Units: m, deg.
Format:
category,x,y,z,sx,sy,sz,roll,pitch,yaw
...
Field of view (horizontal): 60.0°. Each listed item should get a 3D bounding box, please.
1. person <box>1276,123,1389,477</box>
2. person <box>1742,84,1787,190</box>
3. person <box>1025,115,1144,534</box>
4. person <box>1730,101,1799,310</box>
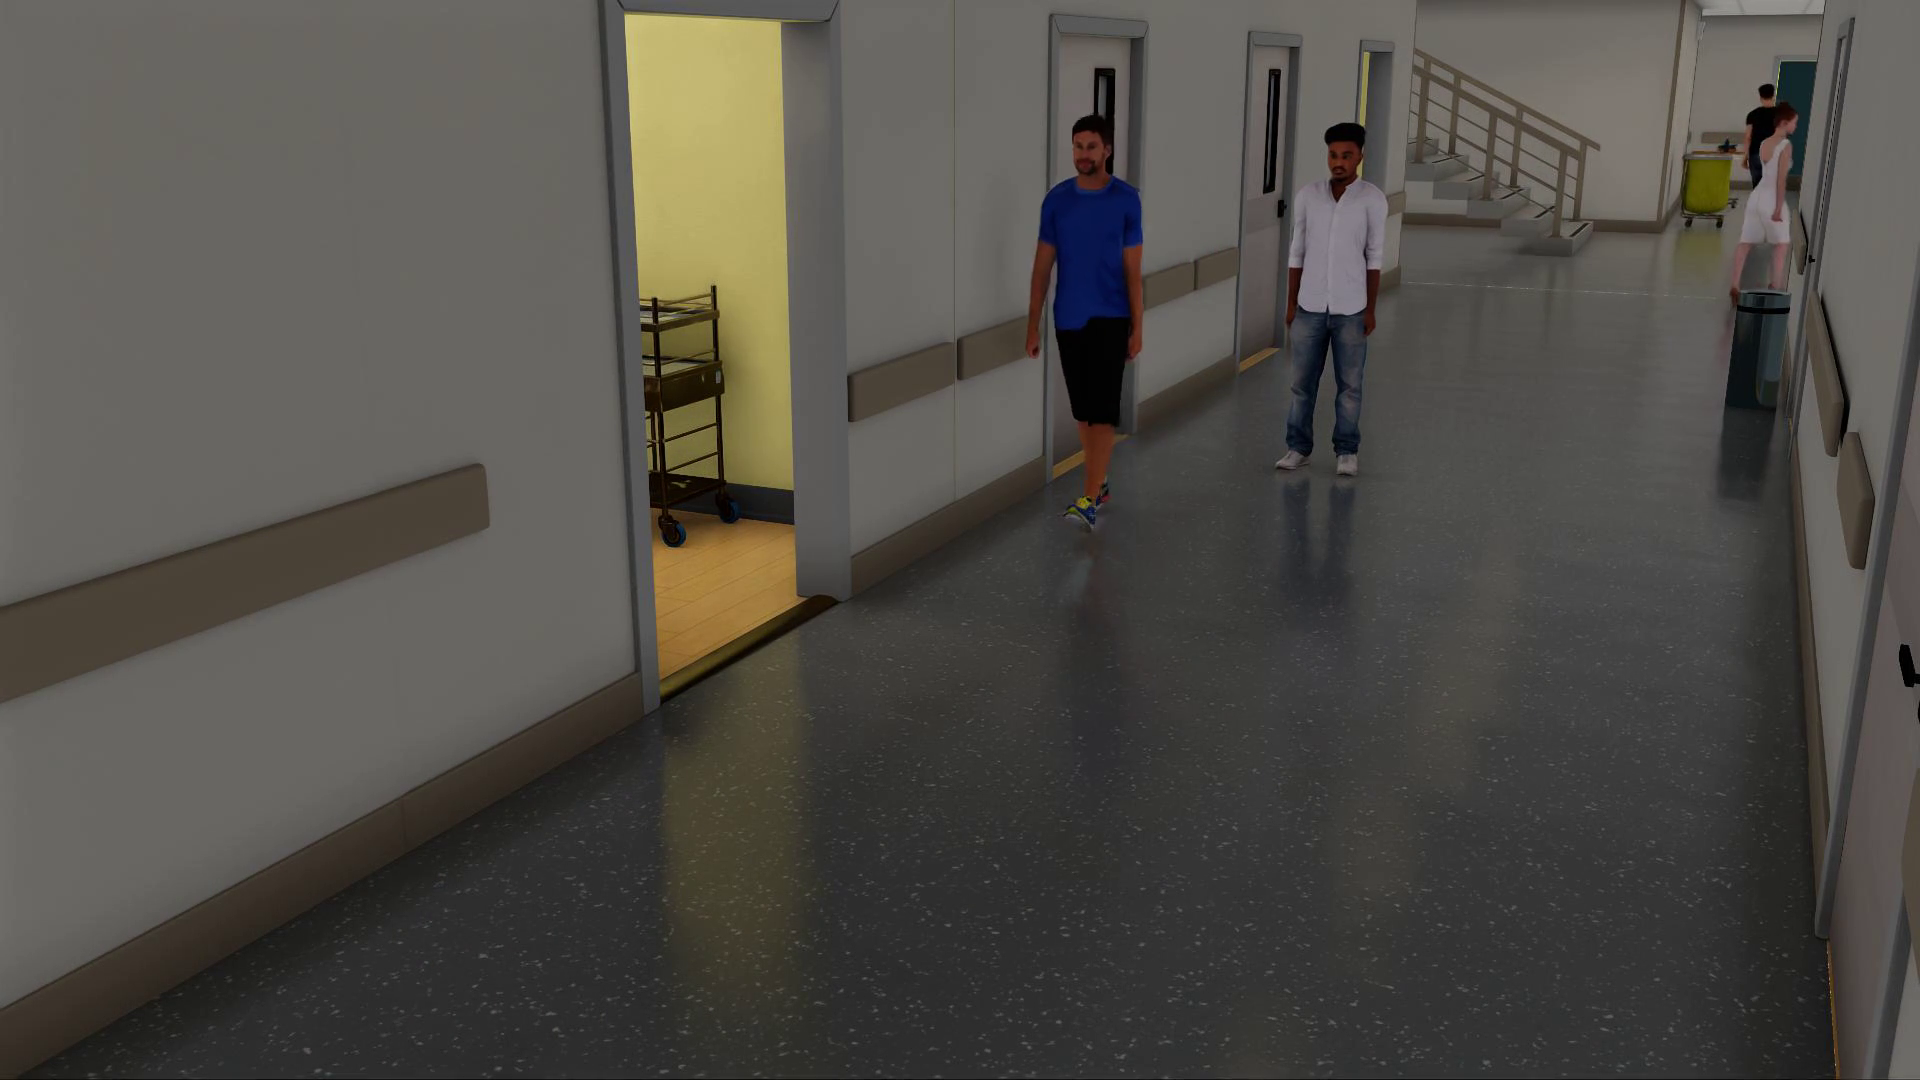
category,x,y,z,sx,sy,sz,roll,pitch,yaw
person,1.940,-1.247,8.628,0.500,1.801,0.688,7,17,23
person,10.564,-5.023,21.912,1.116,1.862,0.895,12,20,37
person,0.634,-0.980,7.647,1.100,1.821,0.716,6,17,21
person,6.927,-2.878,14.464,0.909,1.774,0.832,-6,17,-20
